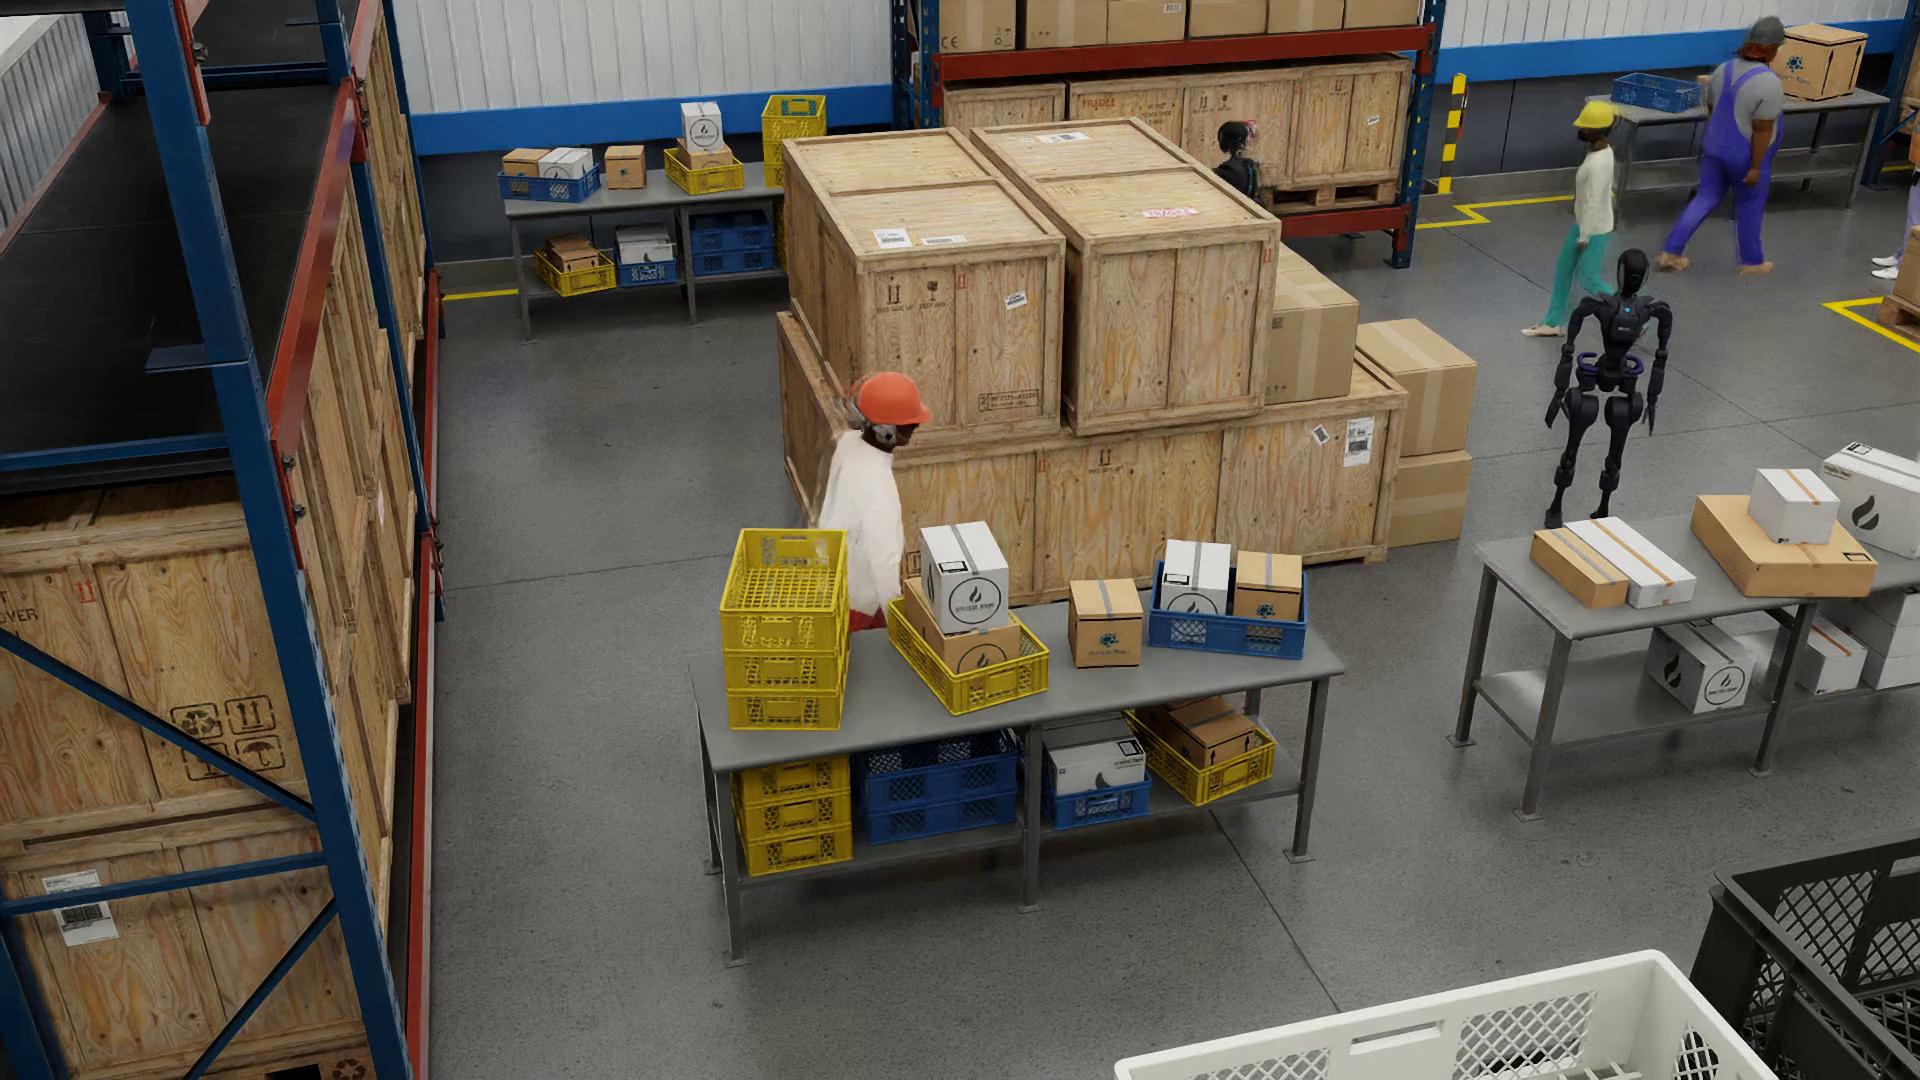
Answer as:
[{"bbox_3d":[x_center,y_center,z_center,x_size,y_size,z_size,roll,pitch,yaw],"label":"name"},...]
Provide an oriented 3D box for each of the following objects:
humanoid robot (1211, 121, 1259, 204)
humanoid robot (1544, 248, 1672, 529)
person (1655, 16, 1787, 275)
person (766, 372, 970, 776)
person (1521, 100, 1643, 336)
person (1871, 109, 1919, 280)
[{"bbox_3d":[1.827,-2.052,11.442,0.804,1.624,0.581,22,35,34],"label":"humanoid robot"},{"bbox_3d":[3.530,-0.801,9.105,0.572,1.652,0.316,5,29,9],"label":"humanoid robot"},{"bbox_3d":[5.985,-3.024,12.771,0.827,2.000,0.687,-9,30,-16],"label":"person"},{"bbox_3d":[-0.409,0.185,7.061,1.098,1.924,0.643,-4,29,-8],"label":"person"},{"bbox_3d":[4.457,-2.181,11.546,0.743,1.733,0.526,6,29,11],"label":"person"},{"bbox_3d":[7.411,-2.947,12.746,0.367,1.928,0.585,15,32,25],"label":"person"}]
